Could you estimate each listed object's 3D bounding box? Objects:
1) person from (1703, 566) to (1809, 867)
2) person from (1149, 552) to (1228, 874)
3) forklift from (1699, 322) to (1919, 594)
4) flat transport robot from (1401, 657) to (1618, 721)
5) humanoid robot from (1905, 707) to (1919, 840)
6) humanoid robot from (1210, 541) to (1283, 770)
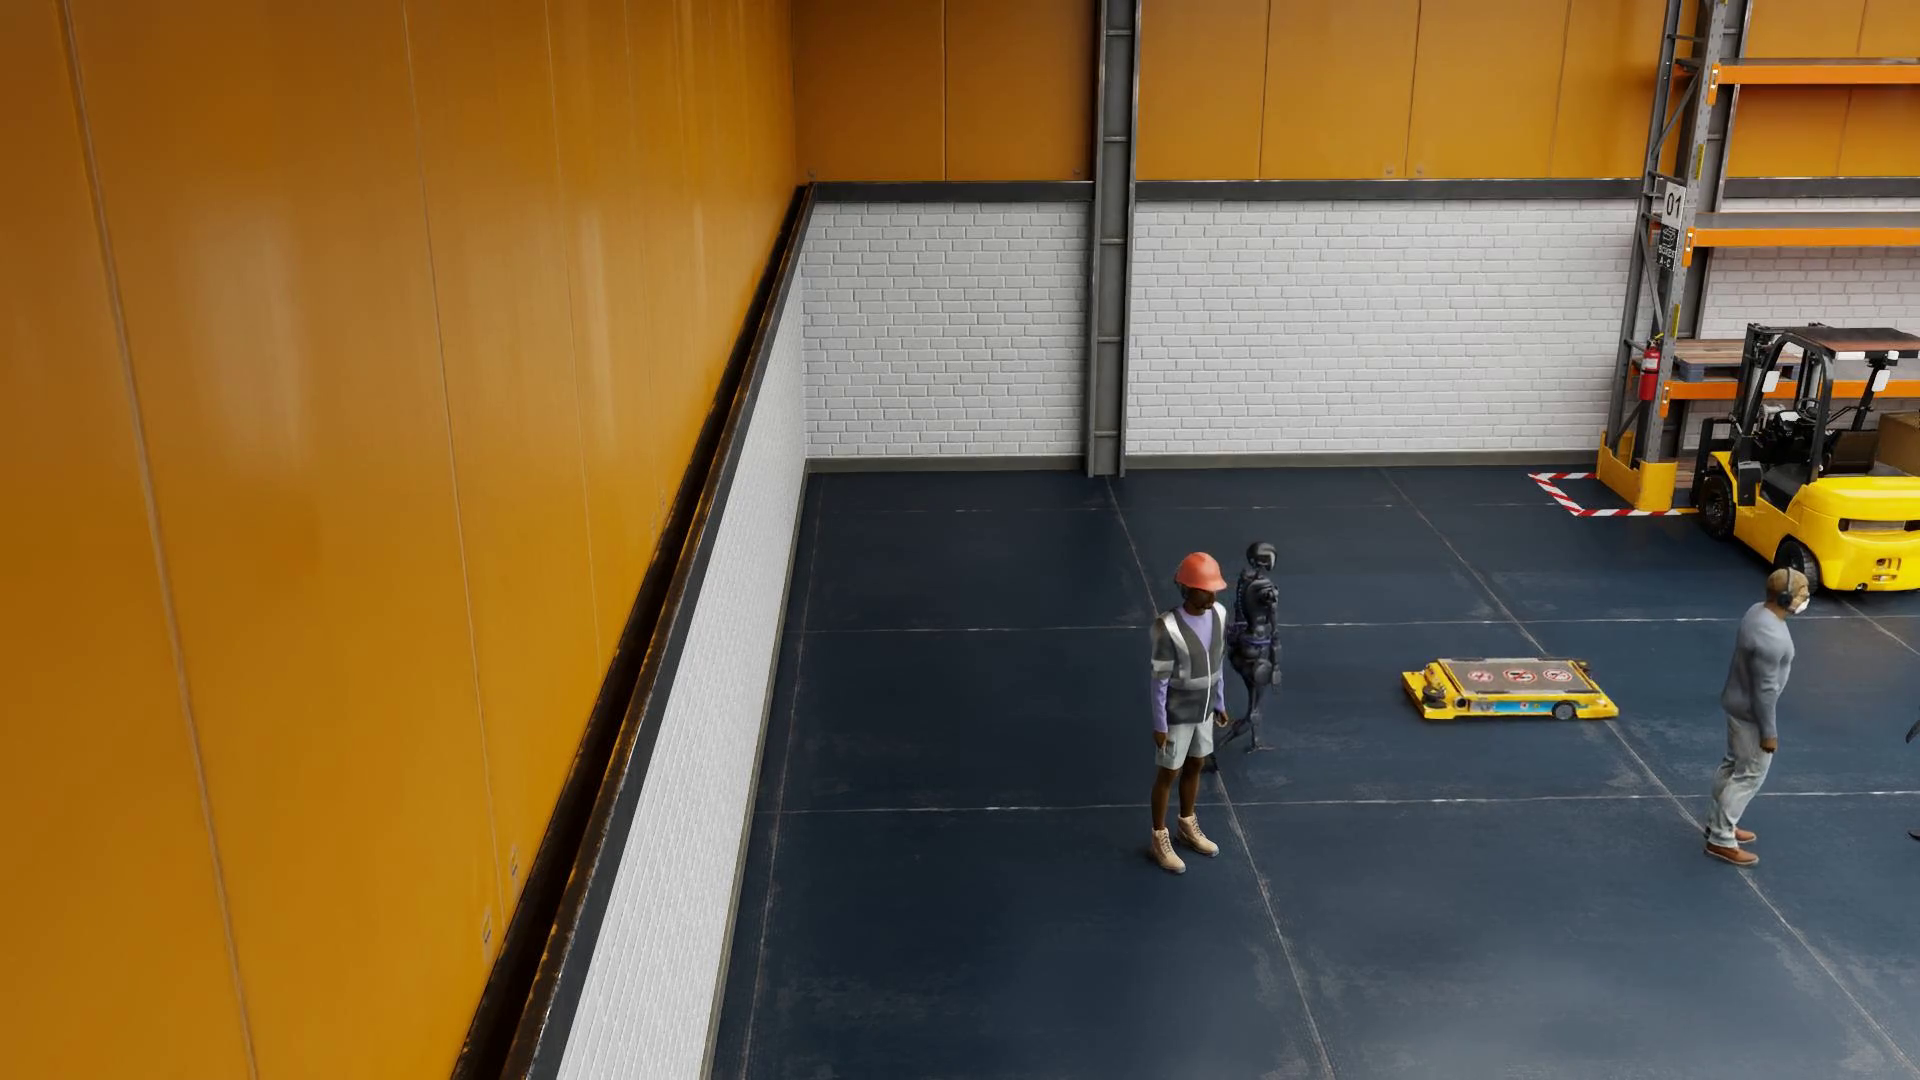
[{"bbox_3d":[4.897,1.065,10.271,0.383,1.928,0.643,7,22,19],"label":"person"},{"bbox_3d":[1.413,1.037,10.178,0.604,2.047,0.368,-16,25,-36],"label":"person"},{"bbox_3d":[7.809,-0.792,14.926,1.214,2.155,2.313,-1,20,-2],"label":"forklift"},{"bbox_3d":[4.124,1.122,12.511,1.431,0.231,0.659,0,20,-1],"label":"flat transport robot"},{"bbox_3d":[6.297,1.145,10.398,0.609,1.655,0.307,2,20,4],"label":"humanoid robot"},{"bbox_3d":[1.960,0.774,11.457,0.657,1.637,0.589,-7,22,-19],"label":"humanoid robot"}]
